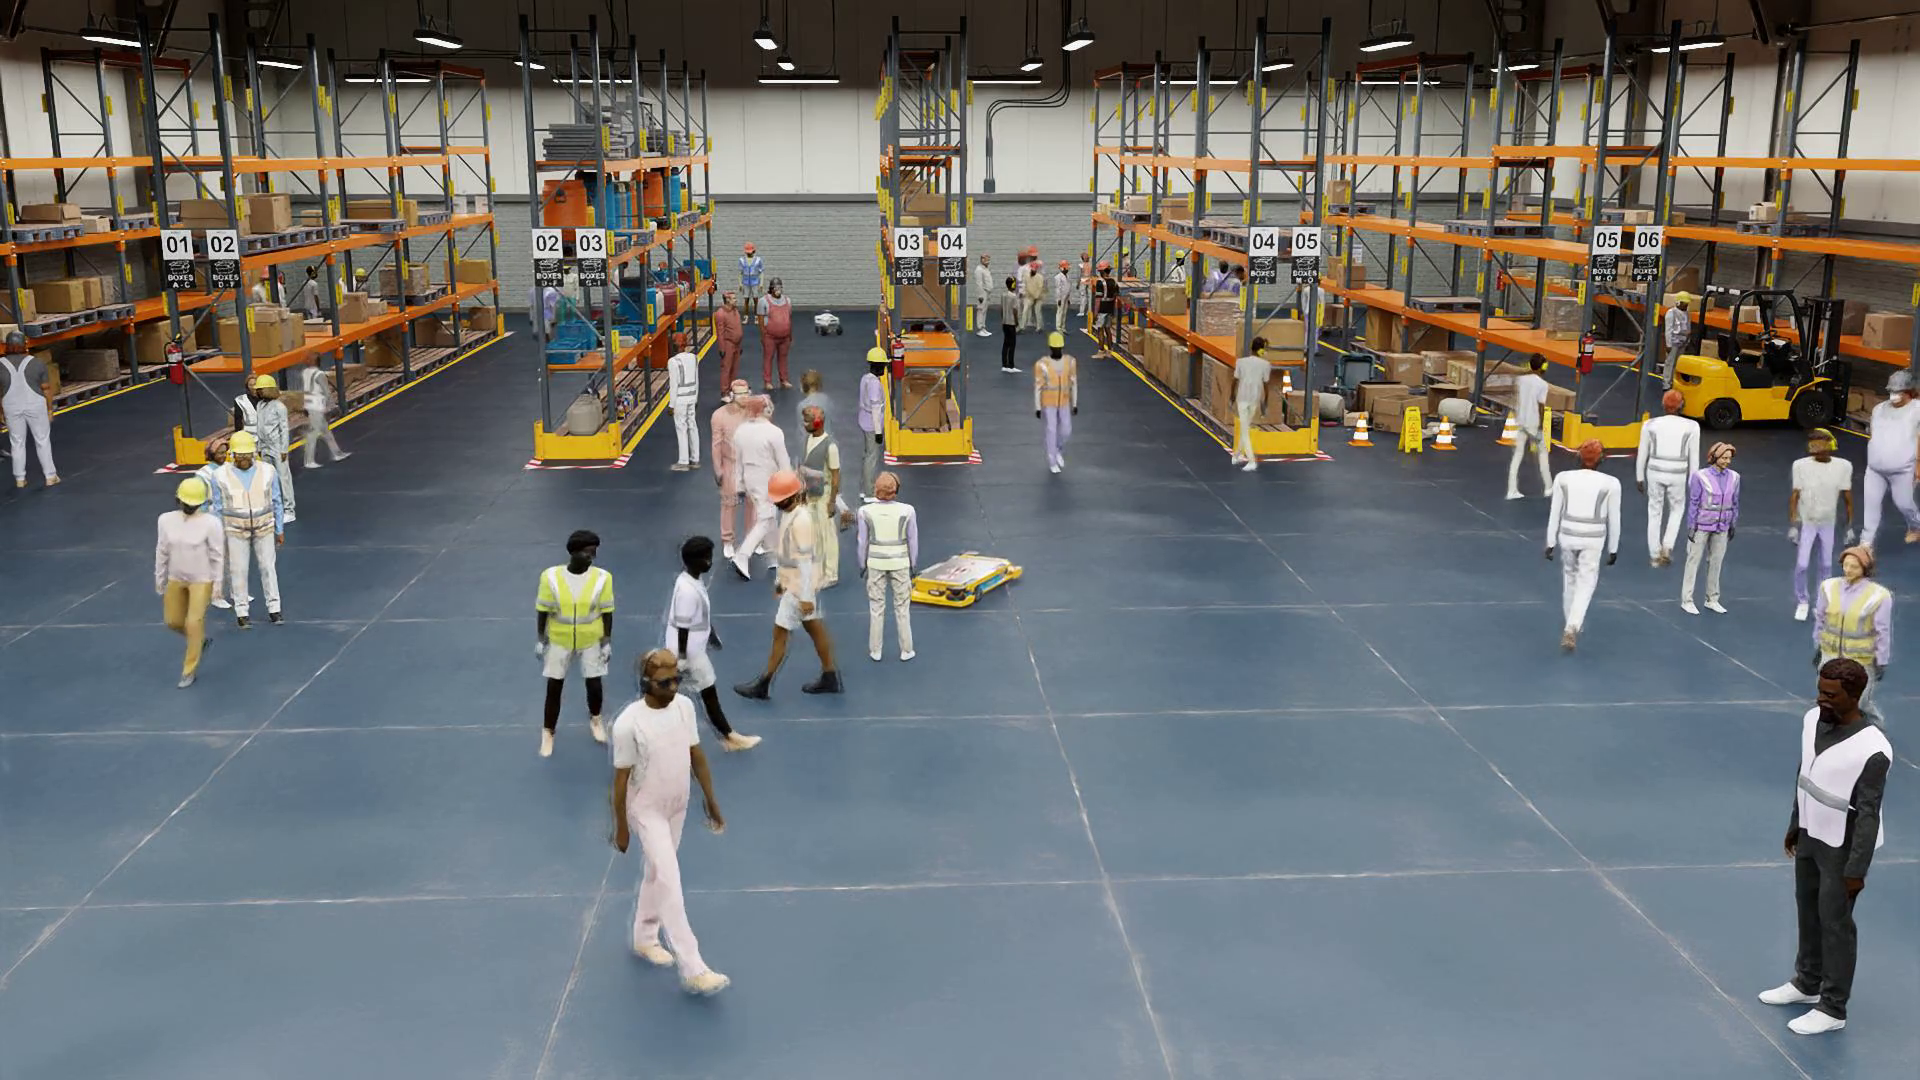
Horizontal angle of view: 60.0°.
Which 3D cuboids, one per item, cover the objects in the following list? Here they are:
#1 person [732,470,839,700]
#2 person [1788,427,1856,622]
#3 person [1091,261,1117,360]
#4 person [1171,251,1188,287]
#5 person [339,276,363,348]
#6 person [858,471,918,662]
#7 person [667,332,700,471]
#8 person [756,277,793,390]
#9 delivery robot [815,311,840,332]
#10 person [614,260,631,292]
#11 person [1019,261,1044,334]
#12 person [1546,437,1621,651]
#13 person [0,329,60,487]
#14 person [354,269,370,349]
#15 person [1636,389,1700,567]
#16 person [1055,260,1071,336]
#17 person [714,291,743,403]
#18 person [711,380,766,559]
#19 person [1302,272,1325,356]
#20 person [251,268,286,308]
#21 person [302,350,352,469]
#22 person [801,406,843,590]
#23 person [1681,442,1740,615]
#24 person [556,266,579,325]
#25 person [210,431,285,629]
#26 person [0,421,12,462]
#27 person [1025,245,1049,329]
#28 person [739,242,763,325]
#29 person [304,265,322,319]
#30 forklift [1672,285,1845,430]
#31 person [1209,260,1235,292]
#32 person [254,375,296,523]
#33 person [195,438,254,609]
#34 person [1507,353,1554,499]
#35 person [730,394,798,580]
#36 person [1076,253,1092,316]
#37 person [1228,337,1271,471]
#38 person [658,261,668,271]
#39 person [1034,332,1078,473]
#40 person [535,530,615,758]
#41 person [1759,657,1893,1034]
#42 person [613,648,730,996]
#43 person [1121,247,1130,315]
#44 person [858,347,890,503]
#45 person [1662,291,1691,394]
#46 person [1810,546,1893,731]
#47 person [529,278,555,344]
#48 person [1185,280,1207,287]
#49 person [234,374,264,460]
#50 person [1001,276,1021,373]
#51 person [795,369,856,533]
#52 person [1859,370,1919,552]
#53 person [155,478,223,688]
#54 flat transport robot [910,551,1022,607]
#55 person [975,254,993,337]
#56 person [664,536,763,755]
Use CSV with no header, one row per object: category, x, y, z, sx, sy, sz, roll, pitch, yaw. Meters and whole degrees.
person,-1.389,0.357,13.098,0.936,1.868,0.623,-3,14,-11
person,7.913,-0.134,15.284,0.580,1.837,0.517,4,14,16
person,2.977,-4.744,34.408,0.408,2.028,0.610,12,18,41
person,5.218,-5.911,39.593,0.416,1.919,0.620,7,15,26
person,-13.308,-5.120,36.382,0.572,1.840,0.373,6,14,23
person,-0.609,0.234,14.131,0.513,1.642,0.313,1,13,3
person,-3.755,-1.879,22.562,0.339,1.883,0.584,7,15,28
person,-3.304,-3.752,30.164,0.678,2.000,0.537,-9,16,-33
delivery robot,-3.116,-5.139,39.022,0.477,0.478,0.707,-8,15,-29
person,-7.578,-5.455,37.511,0.403,1.987,0.608,2,13,7
person,1.700,-5.686,39.080,0.558,1.698,0.875,9,16,35
person,5.433,0.033,14.558,0.586,1.855,0.869,9,16,34
person,-12.077,-1.707,21.497,0.683,2.000,0.538,-5,14,-20
person,-12.976,-5.027,36.200,0.320,1.742,0.492,0,13,2
person,7.386,-0.649,17.379,0.616,1.869,0.452,7,15,26
person,2.415,-5.633,38.744,0.326,1.752,0.559,7,15,26
person,-3.942,-3.328,28.647,0.409,1.909,0.652,5,14,22
person,-2.331,-0.766,17.798,0.638,1.911,0.406,-7,15,-29
person,7.451,-4.758,35.015,0.327,1.765,0.528,-12,18,-41
person,-13.793,-4.447,33.257,0.614,1.973,1.097,-6,14,-23
person,-8.739,-1.800,22.851,0.816,1.596,0.536,-12,18,-42
person,-1.377,-0.428,16.511,0.393,1.839,0.563,-9,16,-34
person,7.051,-0.110,15.618,0.514,1.634,0.313,-3,14,-11
person,-9.149,-5.648,38.798,0.526,1.761,0.335,-3,14,-14
person,-6.464,-0.098,15.148,0.594,1.824,0.403,-7,15,-28
person,-13.543,-1.967,23.277,0.361,1.742,0.606,1,13,3
person,1.818,-6.106,40.194,0.758,2.004,0.751,-9,16,-33
person,-5.162,-6.325,41.079,0.609,2.033,0.406,1,13,5
person,-13.803,-4.920,35.513,0.496,1.861,0.335,11,17,39
forklift,12.503,-2.886,26.166,2.313,2.155,1.214,-1,13,-3
person,6.009,-5.550,38.300,0.617,1.813,0.879,-2,13,-7
person,-8.027,-1.063,19.406,0.483,1.745,0.299,8,15,29
person,-7.030,-0.167,15.855,0.311,1.631,0.504,6,14,23
person,7.211,-1.425,20.792,0.913,1.822,0.483,-9,16,-33
person,-2.047,-0.552,16.980,0.651,1.876,0.908,12,18,42
person,3.255,-6.652,43.308,0.521,1.640,0.307,-8,16,-32
person,3.952,-1.869,22.706,0.506,1.809,0.884,-2,13,-8
person,-7.153,-5.911,40.179,0.285,1.633,0.500,-8,16,-32
person,1.296,-1.852,22.378,0.622,1.910,0.442,-3,14,-14
person,-2.783,0.729,11.993,0.596,1.669,0.368,-3,14,-11
person,4.316,1.494,8.225,0.397,1.911,0.588,-1,13,-4
person,-1.460,1.448,8.640,0.899,1.809,0.513,9,16,33
person,4.332,-6.804,43.685,0.328,1.765,0.527,-2,13,-8
person,-1.051,-1.421,20.558,0.398,1.919,0.587,-3,14,-12
person,12.745,-3.499,29.529,0.590,1.836,0.404,-9,16,-33
person,6.333,0.809,11.765,0.656,1.617,0.528,-9,16,-35
person,-8.396,-4.481,33.494,0.567,1.926,0.508,3,14,13
person,5.413,-5.486,38.235,0.591,1.699,0.915,-2,14,-10
person,-8.542,-1.215,20.274,0.521,1.638,0.311,-7,15,-26
person,0.989,-4.201,32.462,0.335,1.866,0.514,-8,16,-32
person,-1.580,-0.955,18.589,0.712,1.919,0.632,7,15,28
person,10.104,-0.859,17.908,0.826,2.000,0.685,-8,16,-31
person,-6.254,0.316,13.585,0.579,1.726,0.505,0,13,2
flat transport robot,0.028,0.376,16.465,0.652,0.197,1.431,6,15,25
person,0.568,-5.696,38.703,0.406,1.901,0.639,3,14,14
person,-1.912,0.768,11.877,0.906,1.638,0.536,-3,14,-11
